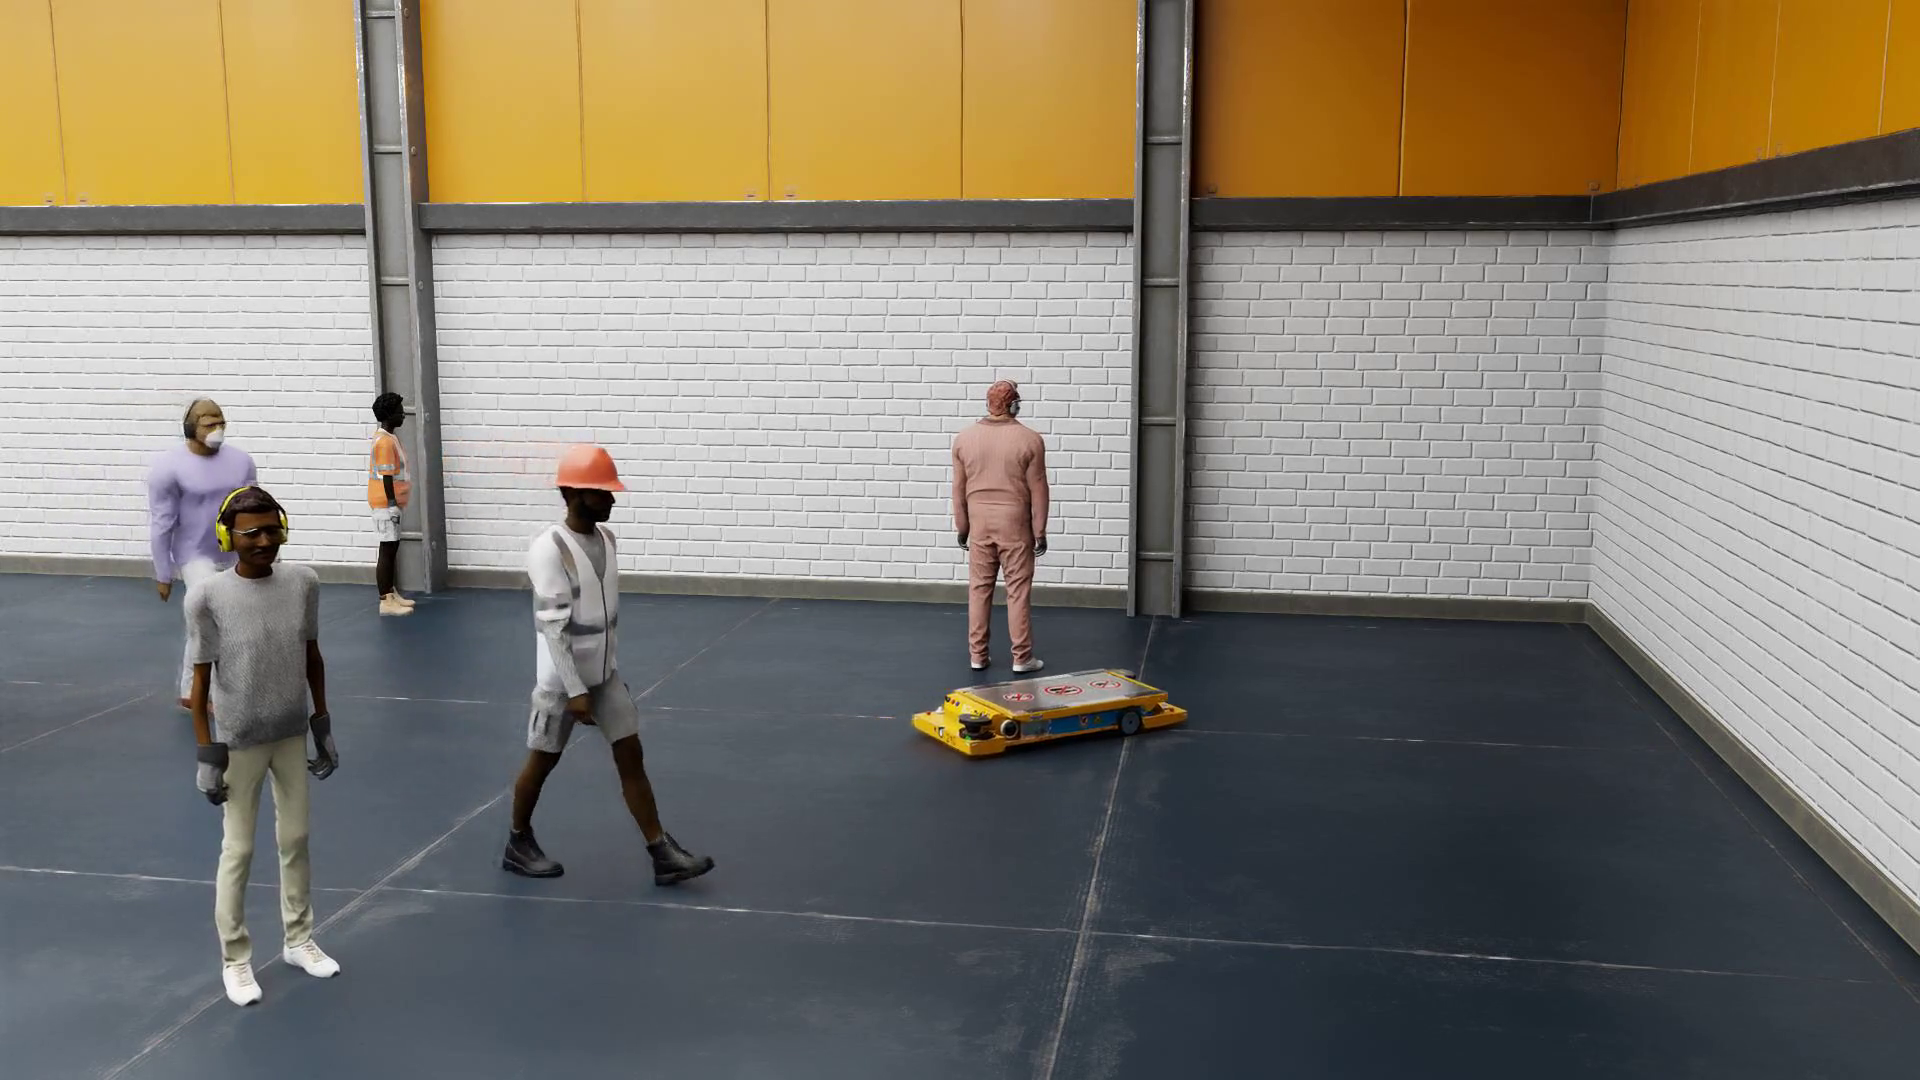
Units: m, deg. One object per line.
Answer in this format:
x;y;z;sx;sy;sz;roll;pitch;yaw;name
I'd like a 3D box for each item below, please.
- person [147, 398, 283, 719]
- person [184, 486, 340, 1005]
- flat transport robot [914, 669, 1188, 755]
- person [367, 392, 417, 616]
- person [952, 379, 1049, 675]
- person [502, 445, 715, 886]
-4.185;0.139;9.440;1.018;1.882;0.651;5;10;26;person
-2.495;0.721;5.978;0.356;1.862;0.515;8;12;40;person
0.519;0.954;9.409;1.431;0.197;0.652;-5;11;-29;flat transport robot
-4.321;-0.273;12.616;0.320;1.694;0.532;-2;10;-15;person
0.278;-0.085;10.786;0.644;1.907;0.400;4;10;22;person
-1.557;0.545;6.985;1.009;1.885;0.551;5;10;26;person
